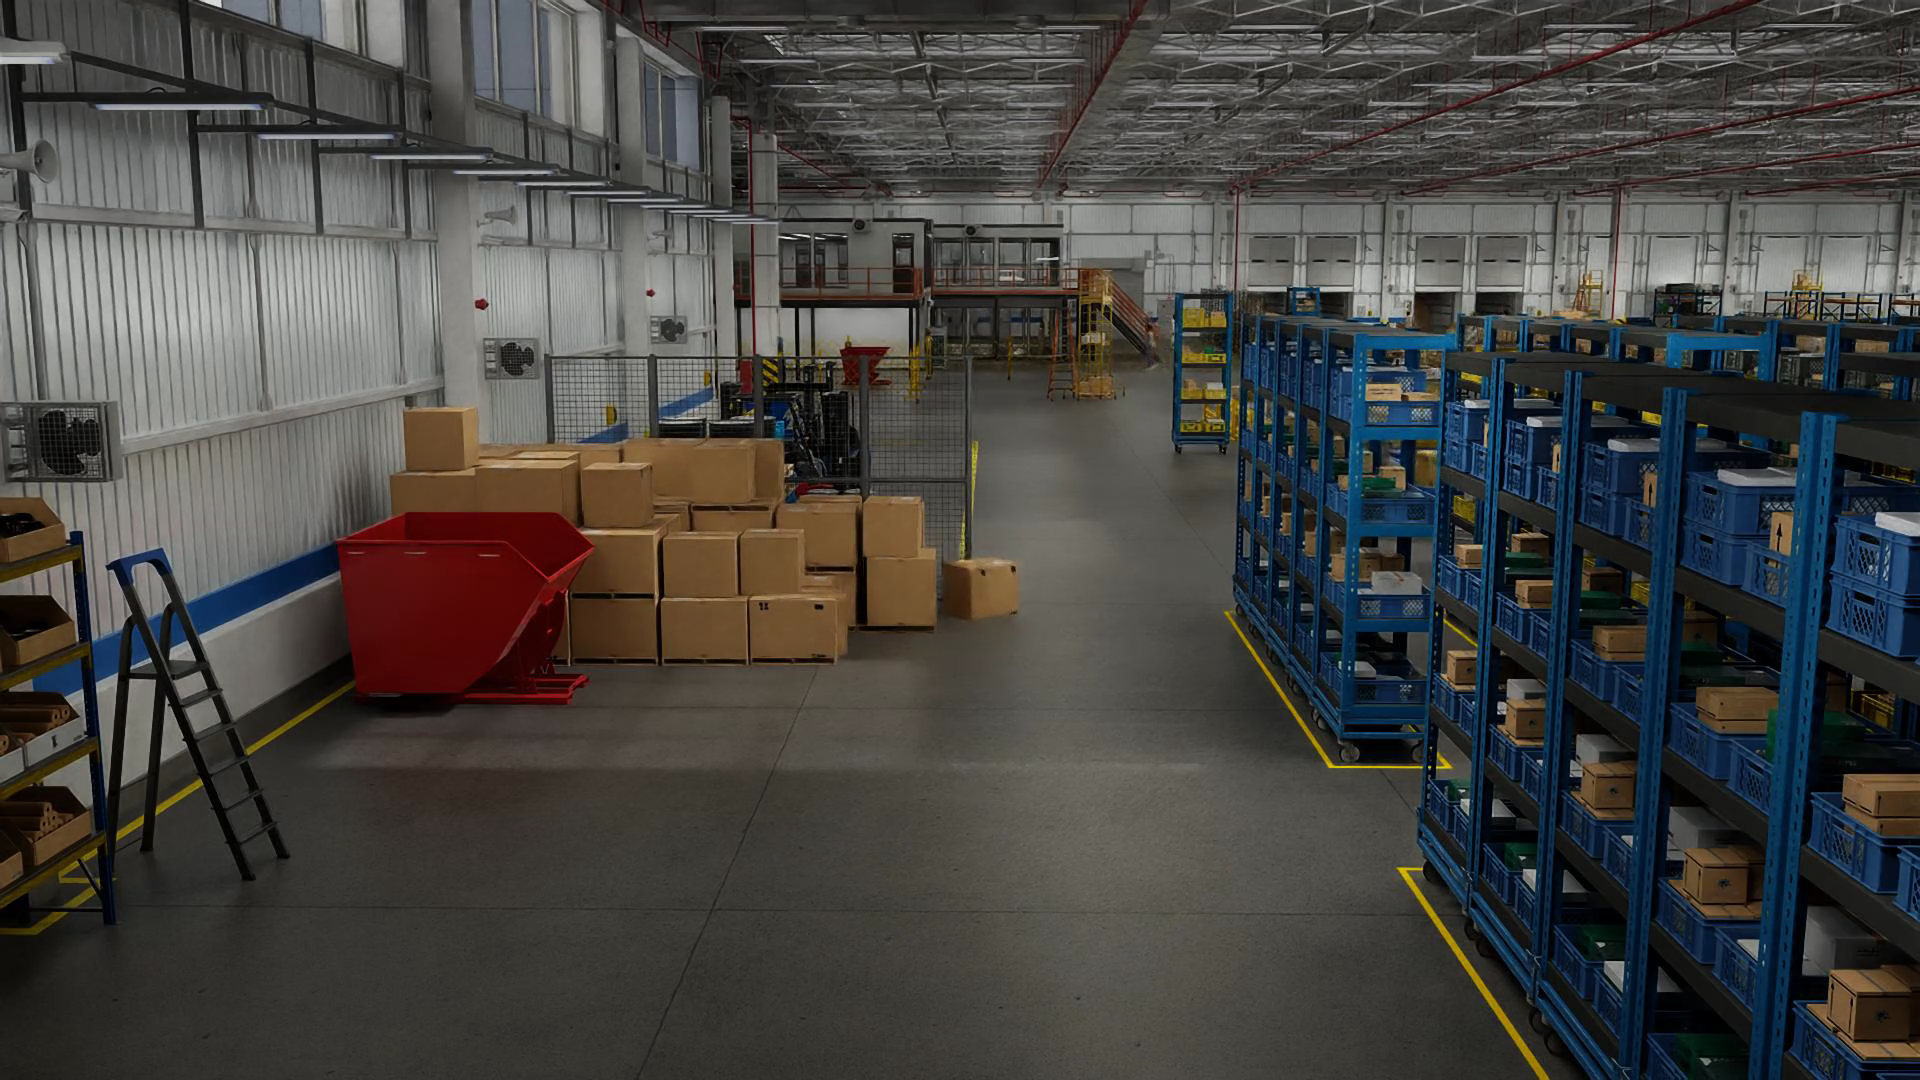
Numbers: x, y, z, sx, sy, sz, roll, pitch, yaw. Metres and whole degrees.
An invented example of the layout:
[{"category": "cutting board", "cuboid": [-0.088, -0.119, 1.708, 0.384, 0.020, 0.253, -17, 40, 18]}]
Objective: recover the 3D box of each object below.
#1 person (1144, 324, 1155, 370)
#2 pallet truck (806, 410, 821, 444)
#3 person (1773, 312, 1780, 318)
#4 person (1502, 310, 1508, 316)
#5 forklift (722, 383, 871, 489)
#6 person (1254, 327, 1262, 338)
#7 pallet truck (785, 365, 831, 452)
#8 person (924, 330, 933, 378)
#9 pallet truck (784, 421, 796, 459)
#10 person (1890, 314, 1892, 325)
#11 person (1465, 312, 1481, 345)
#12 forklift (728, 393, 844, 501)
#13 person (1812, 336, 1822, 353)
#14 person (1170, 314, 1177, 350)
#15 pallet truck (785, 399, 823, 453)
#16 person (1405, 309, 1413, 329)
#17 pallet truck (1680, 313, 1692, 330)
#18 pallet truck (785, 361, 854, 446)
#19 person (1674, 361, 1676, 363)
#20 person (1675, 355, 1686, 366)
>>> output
[{"category": "person", "cuboid": [7.835, -7.979, 68.808, 0.436, 1.901, 0.597, 4, 10, 23]}, {"category": "pallet truck", "cuboid": [-3.559, -2.018, 33.905, 1.522, 1.261, 0.704, 0, 9, -1]}, {"category": "person", "cuboid": [43.283, -11.156, 88.354, 0.493, 1.925, 0.626, 0, 9, 3]}, {"category": "person", "cuboid": [31.438, -12.412, 96.400, 0.734, 1.819, 0.638, 6, 11, 31]}, {"category": "forklift", "cuboid": [-2.893, -1.687, 28.729, 2.680, 1.987, 1.157, 0, 9, -1]}, {"category": "person", "cuboid": [13.097, -8.670, 73.306, 1.003, 1.816, 0.651, 3, 10, 21]}, {"category": "pallet truck", "cuboid": [-3.774, -2.976, 37.635, 1.885, 1.965, 0.823, 1, 9, 5]}, {"category": "person", "cuboid": [-1.210, -7.153, 63.872, 0.345, 1.846, 0.508, 3, 10, 20]}, {"category": "pallet truck", "cuboid": [-4.013, -1.793, 32.705, 1.601, 1.201, 0.680, 0, 9, 1]}, {"category": "person", "cuboid": [45.603, -10.111, 81.515, 0.982, 2.000, 0.694, 5, 11, 29]}, {"category": "person", "cuboid": [28.294, -11.645, 91.671, 0.971, 1.823, 0.540, -2, 10, -15]}, {"category": "forklift", "cuboid": [-2.979, -1.316, 26.476, 2.680, 1.987, 1.157, 0, 9, 1]}, {"category": "person", "cuboid": [32.630, -7.091, 63.475, 0.514, 1.851, 0.504, 1, 9, 5]}, {"category": "person", "cuboid": [11.031, -10.729, 85.813, 0.358, 1.885, 0.572, 3, 10, 18]}, {"category": "pallet truck", "cuboid": [-3.814, -2.432, 36.419, 1.630, 1.274, 0.653, 0, 9, 1]}, {"category": "person", "cuboid": [25.470, -12.154, 94.512, 0.588, 1.918, 0.391, -9, 13, -44]}, {"category": "pallet truck", "cuboid": [36.315, -10.531, 84.244, 0.823, 1.965, 1.885, -6, 11, -33]}, {"category": "pallet truck", "cuboid": [-3.410, -3.193, 38.978, 1.885, 1.965, 0.823, 0, 9, -1]}, {"category": "person", "cuboid": [16.996, -3.303, 39.518, 0.376, 2.043, 0.605, -1, 9, -9]}, {"category": "person", "cuboid": [19.830, -4.258, 46.105, 0.612, 1.811, 0.640, 0, 9, 2]}]
